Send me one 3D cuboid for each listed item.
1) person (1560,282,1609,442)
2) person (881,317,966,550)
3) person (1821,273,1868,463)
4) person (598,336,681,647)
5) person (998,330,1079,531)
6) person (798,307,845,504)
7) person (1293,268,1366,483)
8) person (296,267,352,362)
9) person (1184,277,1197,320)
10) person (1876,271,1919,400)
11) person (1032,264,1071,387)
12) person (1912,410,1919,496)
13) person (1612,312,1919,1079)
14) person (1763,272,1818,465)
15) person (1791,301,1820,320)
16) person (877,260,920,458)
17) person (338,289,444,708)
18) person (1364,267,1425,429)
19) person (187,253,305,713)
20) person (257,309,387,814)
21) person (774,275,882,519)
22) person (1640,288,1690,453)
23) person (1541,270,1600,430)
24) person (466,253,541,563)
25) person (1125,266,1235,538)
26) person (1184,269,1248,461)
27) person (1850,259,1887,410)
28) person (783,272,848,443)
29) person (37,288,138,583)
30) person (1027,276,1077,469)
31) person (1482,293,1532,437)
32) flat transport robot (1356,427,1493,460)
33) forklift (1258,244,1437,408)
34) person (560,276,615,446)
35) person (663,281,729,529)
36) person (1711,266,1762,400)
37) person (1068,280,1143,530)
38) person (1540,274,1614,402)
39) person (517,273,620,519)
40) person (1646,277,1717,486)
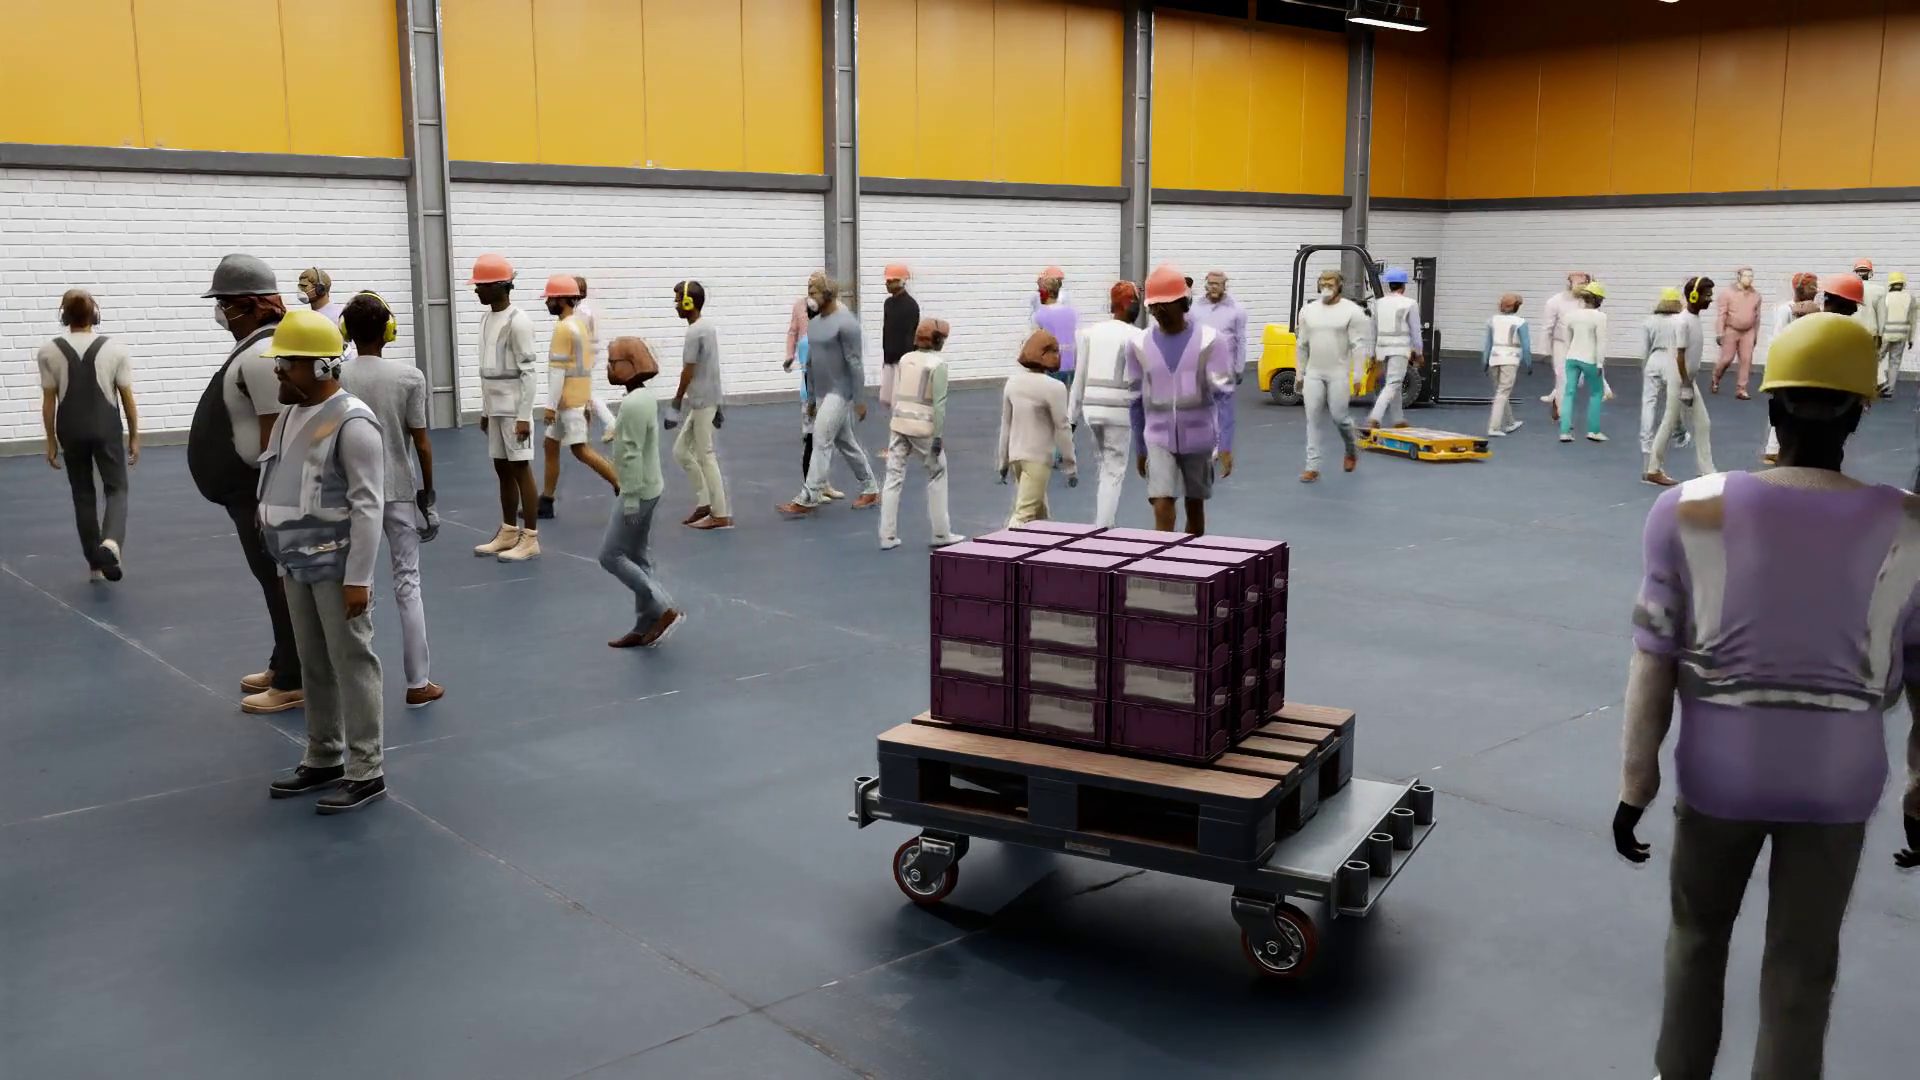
[{"bbox_3d":[6.826,-1.929,18.103,0.692,1.727,0.556,-6,11,-31],"label":"person"},{"bbox_3d":[-0.275,-0.726,11.478,0.590,1.595,0.515,-9,13,-43],"label":"person"},{"bbox_3d":[6.113,-0.932,11.814,0.492,1.897,0.583,6,12,33],"label":"person"},{"bbox_3d":[-1.682,-0.221,8.459,0.343,1.621,0.534,-1,10,-5],"label":"person"},{"bbox_3d":[0.445,-0.460,9.971,0.881,1.585,0.518,-7,12,-37],"label":"person"},{"bbox_3d":[-1.138,-1.149,13.676,0.316,1.696,0.540,3,10,19],"label":"person"},{"bbox_3d":[3.346,-1.491,15.029,0.649,1.920,0.771,6,12,33],"label":"person"},{"bbox_3d":[-4.862,-1.107,12.717,0.636,1.939,0.364,10,14,44],"label":"person"},{"bbox_3d":[3.634,-3.397,26.866,0.527,1.690,0.321,4,10,21],"label":"person"},{"bbox_3d":[13.029,-2.850,23.262,0.615,1.821,0.554,2,10,12],"label":"person"},{"bbox_3d":[1.149,-2.460,20.716,0.556,1.919,0.527,5,11,27],"label":"person"},{"bbox_3d":[6.908,-0.844,11.394,0.951,1.865,0.606,-3,10,-17],"label":"person"},{"bbox_3d":[1.738,0.478,3.535,0.627,1.900,0.758,4,10,22],"label":"person"},{"bbox_3d":[8.031,-1.617,15.913,0.622,1.863,0.608,-8,13,-40],"label":"person"},{"bbox_3d":[7.470,-1.304,14.773,0.518,1.631,0.336,-4,10,-22],"label":"person"},{"bbox_3d":[-0.560,-1.812,16.719,0.591,1.977,0.641,-5,11,-28],"label":"person"},{"bbox_3d":[-2.590,-0.170,7.420,0.514,1.876,0.328,-1,10,-7],"label":"person"},{"bbox_3d":[4.874,-2.121,18.774,0.986,1.907,0.607,-7,12,-35],"label":"person"},{"bbox_3d":[-3.153,-0.256,7.440,0.535,2.000,0.688,-4,10,-21],"label":"person"},{"bbox_3d":[-2.341,0.077,6.094,0.586,1.833,0.403,8,13,39],"label":"person"},{"bbox_3d":[-1.011,-1.126,13.028,1.034,1.878,0.630,-7,12,-36],"label":"person"},{"bbox_3d":[7.319,-1.759,17.246,0.487,1.686,0.916,9,13,41],"label":"person"},{"bbox_3d":[7.194,-2.261,19.703,0.669,1.877,0.786,-1,10,-6],"label":"person"},{"bbox_3d":[-3.026,-0.868,11.027,0.394,2.040,0.609,-8,13,-40],"label":"person"},{"bbox_3d":[1.238,-0.558,9.410,0.644,1.959,1.118,2,10,14],"label":"person"},{"bbox_3d":[2.518,-1.741,16.545,0.666,1.895,0.427,3,10,17],"label":"person"},{"bbox_3d":[11.829,-2.699,21.895,0.613,1.988,0.394,5,11,25],"label":"person"},{"bbox_3d":[-1.548,-1.960,17.971,0.644,1.852,1.019,4,11,23],"label":"person"},{"bbox_3d":[-5.299,-0.612,10.138,0.510,1.833,0.614,-4,10,-21],"label":"person"},{"bbox_3d":[0.875,-1.591,15.862,0.594,1.828,0.452,-9,13,-41],"label":"person"},{"bbox_3d":[6.208,-1.966,18.728,0.775,1.601,0.533,-6,12,-33],"label":"person"},{"bbox_3d":[4.703,-0.990,16.910,0.652,0.197,1.431,-3,10,-19],"label":"flat transport robot"},{"bbox_3d":[5.256,-2.933,22.661,2.313,2.155,1.214,3,10,16],"label":"forklift"},{"bbox_3d":[-4.042,-1.910,17.780,0.776,1.818,0.634,0,10,0],"label":"person"},{"bbox_3d":[-1.950,-0.978,12.261,0.516,1.844,0.485,0,10,-1],"label":"person"},{"bbox_3d":[11.037,-2.948,23.642,0.651,1.885,0.651,0,10,2],"label":"person"},{"bbox_3d":[1.057,-0.805,11.197,0.658,1.855,0.679,9,13,44],"label":"person"},{"bbox_3d":[8.615,-2.790,23.006,0.962,1.800,0.625,3,10,16],"label":"person"},{"bbox_3d":[-2.929,-1.083,12.710,0.951,1.908,0.545,-1,10,-5],"label":"person"},{"bbox_3d":[6.418,-1.354,14.454,0.858,1.832,0.560,9,13,42],"label":"person"}]
